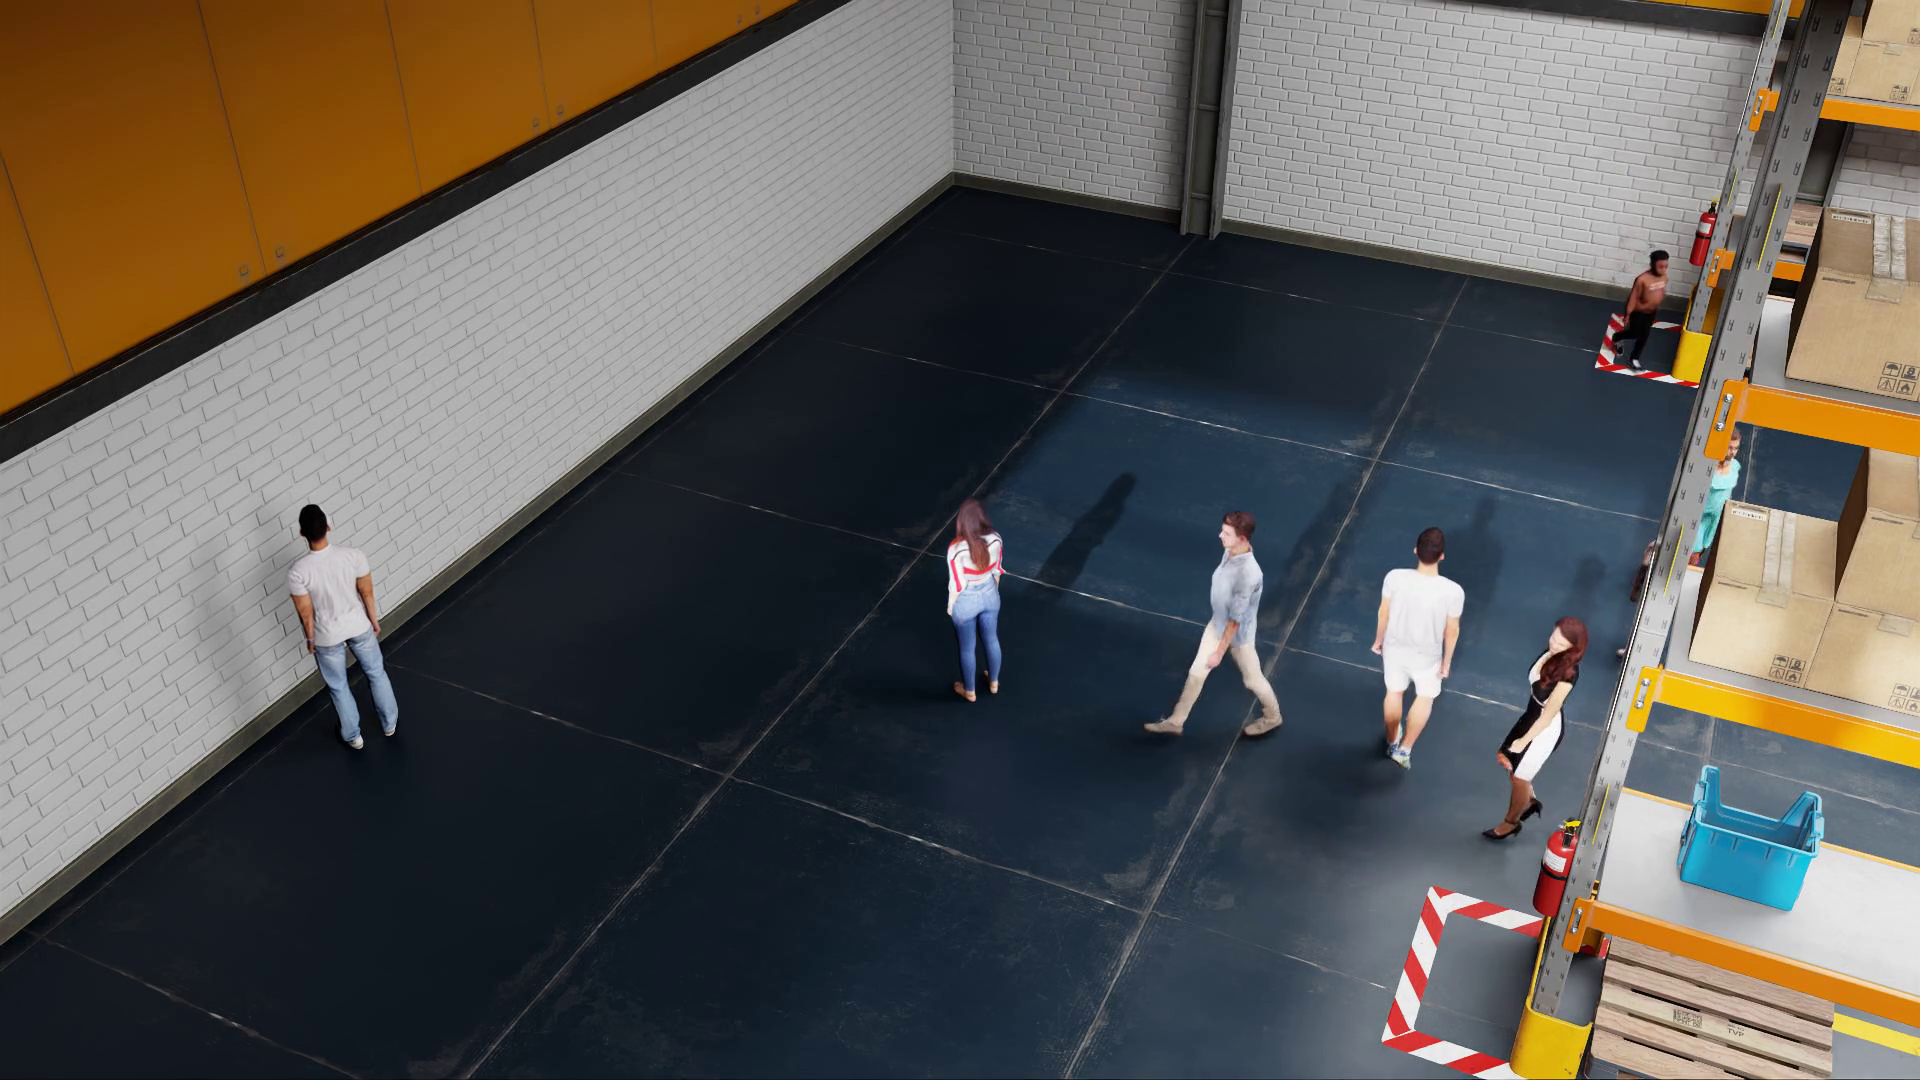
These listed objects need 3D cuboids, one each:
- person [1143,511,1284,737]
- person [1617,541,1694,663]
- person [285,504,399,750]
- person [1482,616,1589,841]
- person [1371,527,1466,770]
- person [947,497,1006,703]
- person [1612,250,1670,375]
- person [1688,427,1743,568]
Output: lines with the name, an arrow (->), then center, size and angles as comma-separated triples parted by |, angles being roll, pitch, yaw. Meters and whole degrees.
person -> 1.911, 0.625, 11.095 | 1.283, 1.801, 1.125 | -6, 34, -9
person -> 5.072, 0.365, 11.943 | 0.626, 1.295, 0.695 | -12, 35, -17
person -> -4.139, 0.581, 11.104 | 0.752, 1.864, 0.740 | -21, 39, -28
person -> 3.638, 1.197, 10.251 | 0.738, 1.783, 0.710 | 4, 34, 5
person -> 2.933, 0.758, 10.857 | 0.782, 1.842, 0.736 | 14, 36, 20
person -> 0.109, 0.410, 11.589 | 0.667, 1.611, 0.695 | -17, 37, -24
person -> 6.497, -2.224, 15.891 | 0.772, 1.236, 0.814 | -8, 34, -12
person -> 5.570, -0.208, 12.570 | 0.688, 1.555, 0.753 | -7, 34, -11
